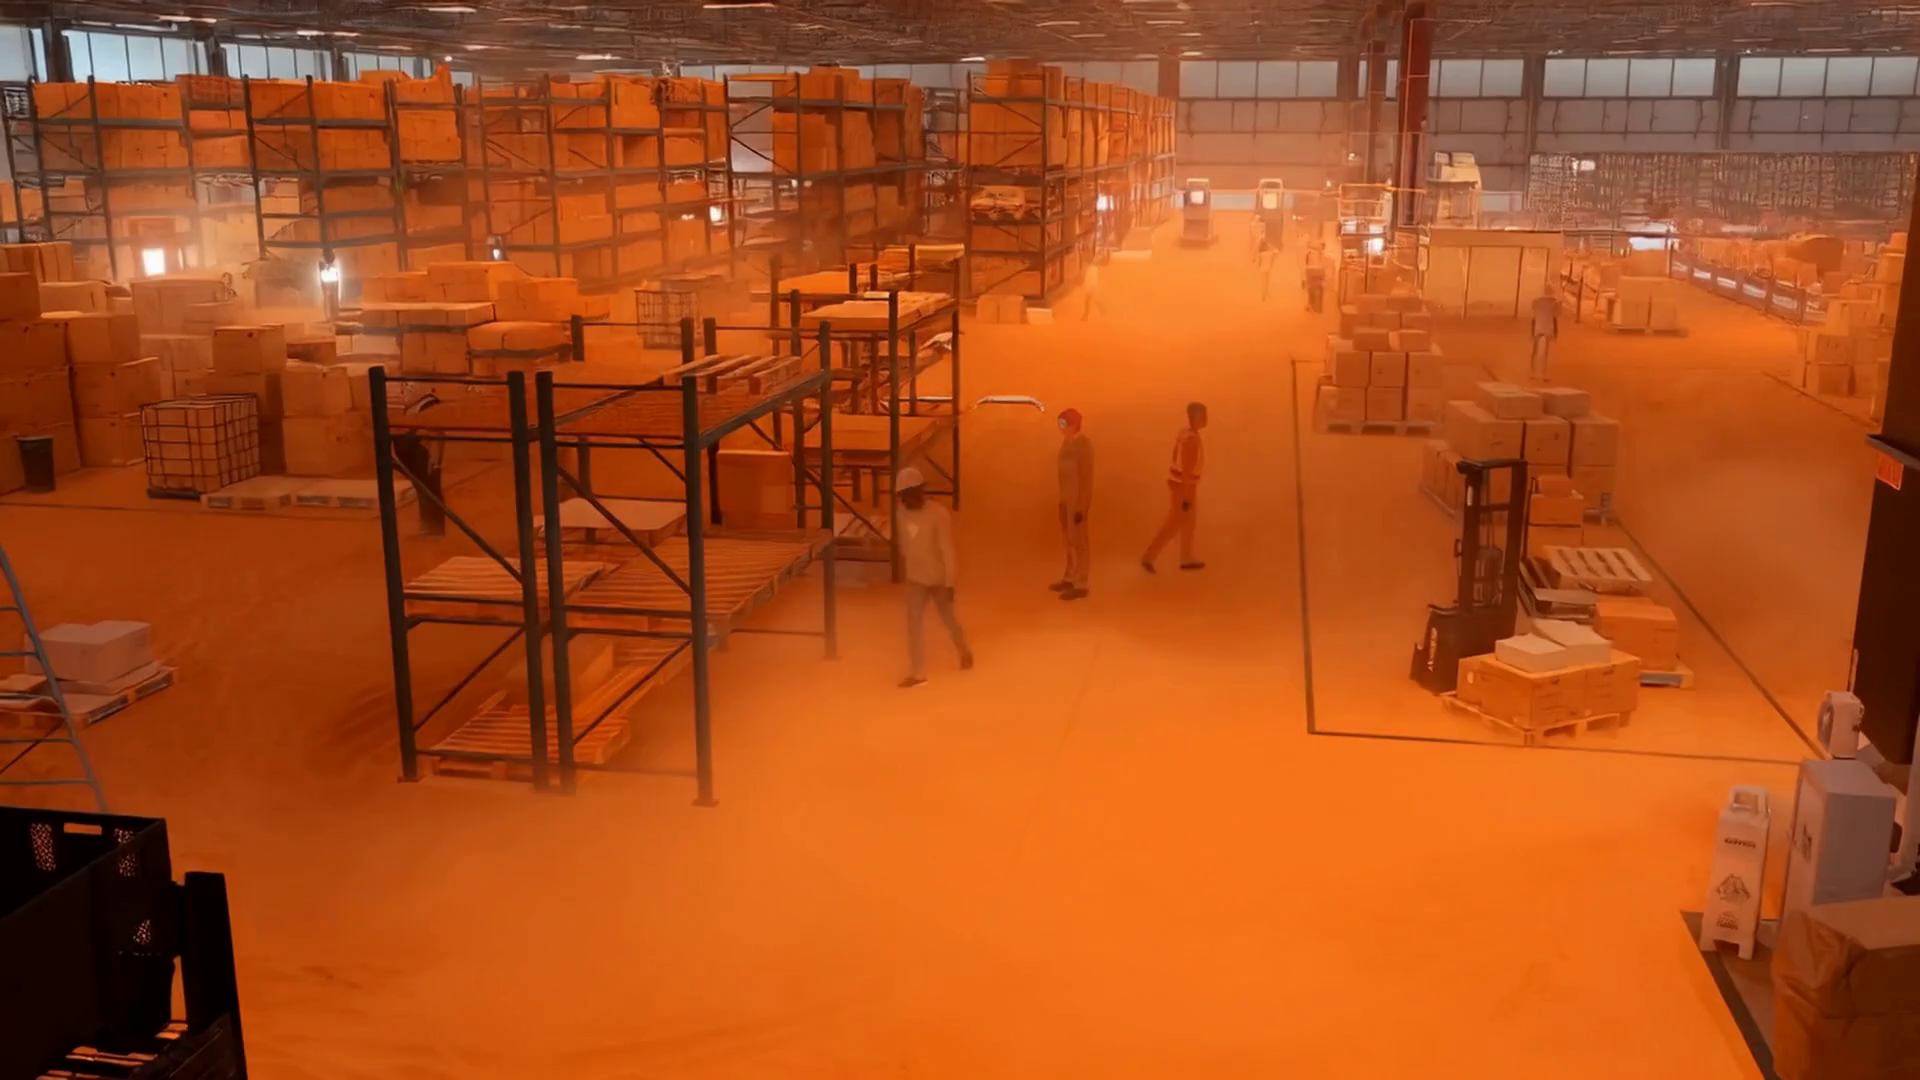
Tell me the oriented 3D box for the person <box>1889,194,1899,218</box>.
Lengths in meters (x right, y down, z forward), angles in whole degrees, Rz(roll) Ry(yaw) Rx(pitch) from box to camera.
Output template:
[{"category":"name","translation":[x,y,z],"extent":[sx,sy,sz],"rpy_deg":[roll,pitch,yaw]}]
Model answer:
[{"category":"person","translation":[44.514,-15.733,79.305],"extent":[0.858,1.792,0.600],"rpy_deg":[9,17,34]}]

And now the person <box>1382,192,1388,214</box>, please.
[{"category":"person","translation":[21.539,-17.216,85.141],"extent":[1.025,1.884,0.624],"rpy_deg":[13,19,41]}]

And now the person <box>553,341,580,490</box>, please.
[{"category":"person","translation":[-5.150,-1.635,21.783],"extent":[0.359,1.936,0.632],"rpy_deg":[-2,14,-7]}]

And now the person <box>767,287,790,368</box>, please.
[{"category":"person","translation":[-3.206,-3.661,30.103],"extent":[0.674,1.895,0.690],"rpy_deg":[-5,15,-20]}]

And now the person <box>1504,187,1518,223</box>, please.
[{"category":"person","translation":[26.398,-15.911,79.680],"extent":[0.802,1.968,0.622],"rpy_deg":[0,14,2]}]

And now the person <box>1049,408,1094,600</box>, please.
[{"category":"person","translation":[1.134,-0.369,16.653],"extent":[0.370,1.934,0.627],"rpy_deg":[-4,14,-15]}]

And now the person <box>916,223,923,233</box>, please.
[{"category":"person","translation":[-1.572,-11.033,60.137],"extent":[0.624,1.844,0.430],"rpy_deg":[6,15,24]}]

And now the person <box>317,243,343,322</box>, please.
[{"category":"person","translation":[-15.489,-6.343,40.957],"extent":[0.589,1.910,0.402],"rpy_deg":[-8,16,-29]}]

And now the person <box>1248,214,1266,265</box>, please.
[{"category":"person","translation":[10.384,-10.505,58.116],"extent":[0.585,1.787,0.934],"rpy_deg":[0,14,0]}]

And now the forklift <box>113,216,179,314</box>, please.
[{"category":"forklift","translation":[-17.061,-5.444,35.308],"extent":[1.873,2.768,1.129],"rpy_deg":[9,16,31]}]

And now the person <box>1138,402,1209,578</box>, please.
[{"category":"person","translation":[2.250,-0.542,17.552],"extent":[0.726,1.853,0.602],"rpy_deg":[1,14,3]}]

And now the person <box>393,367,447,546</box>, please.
[{"category":"person","translation":[-6.120,-0.950,18.790],"extent":[0.536,2.000,0.688],"rpy_deg":[-10,17,-36]}]

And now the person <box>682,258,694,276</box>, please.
[{"category":"person","translation":[-6.466,-5.874,39.584],"extent":[0.863,1.652,0.538],"rpy_deg":[0,14,-1]}]

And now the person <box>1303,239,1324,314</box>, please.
[{"category":"person","translation":[9.066,-6.738,42.575],"extent":[0.551,1.908,0.835],"rpy_deg":[-4,14,-15]}]

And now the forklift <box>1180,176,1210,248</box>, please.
[{"category":"forklift","translation":[9.427,-13.105,66.410],"extent":[1.129,2.768,1.873],"rpy_deg":[2,14,10]}]

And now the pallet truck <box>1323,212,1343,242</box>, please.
[{"category":"pallet truck","translation":[15.874,-13.227,70.310],"extent":[0.680,1.201,1.601],"rpy_deg":[10,17,35]}]

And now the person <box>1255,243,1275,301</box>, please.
[{"category":"person","translation":[8.436,-7.410,45.948],"extent":[0.515,1.599,0.833],"rpy_deg":[-1,14,-5]}]

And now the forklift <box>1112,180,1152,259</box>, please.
[{"category":"forklift","translation":[6.082,-11.722,60.796],"extent":[1.873,2.768,1.129],"rpy_deg":[2,14,9]}]

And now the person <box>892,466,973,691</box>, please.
[{"category":"person","translation":[-0.237,0.277,14.161],"extent":[0.673,1.873,0.950],"rpy_deg":[8,16,28]}]

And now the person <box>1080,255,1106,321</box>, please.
[{"category":"person","translation":[3.278,-6.213,41.015],"extent":[0.557,1.620,0.531],"rpy_deg":[4,14,16]}]

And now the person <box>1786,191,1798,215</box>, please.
[{"category":"person","translation":[40.641,-16.215,81.190],"extent":[0.591,1.834,0.404],"rpy_deg":[2,14,7]}]

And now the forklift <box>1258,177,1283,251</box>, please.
[{"category":"forklift","translation":[12.083,-12.747,64.956],"extent":[1.129,2.768,1.873],"rpy_deg":[3,14,10]}]

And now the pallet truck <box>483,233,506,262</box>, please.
[{"category":"pallet truck","translation":[-11.832,-7.026,43.548],"extent":[1.885,1.965,0.823],"rpy_deg":[8,16,28]}]

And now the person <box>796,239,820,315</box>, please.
[{"category":"person","translation":[-3.753,-6.402,41.017],"extent":[0.625,1.992,0.386],"rpy_deg":[-4,15,-17]}]

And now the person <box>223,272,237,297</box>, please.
[{"category":"person","translation":[-15.715,-4.950,35.854],"extent":[0.307,1.639,0.525],"rpy_deg":[-3,14,-14]}]

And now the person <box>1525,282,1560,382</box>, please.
[{"category":"person","translation":[10.904,-3.879,31.069],"extent":[0.599,1.849,0.474],"rpy_deg":[7,15,26]}]

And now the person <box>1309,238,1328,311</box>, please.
[{"category":"person","translation":[9.353,-6.965,43.555],"extent":[0.552,1.885,1.036],"rpy_deg":[2,14,7]}]

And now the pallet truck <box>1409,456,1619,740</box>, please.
[{"category":"pallet truck","translation":[4.504,0.400,13.395],"extent":[0.823,1.965,1.885],"rpy_deg":[-6,15,-23]}]
